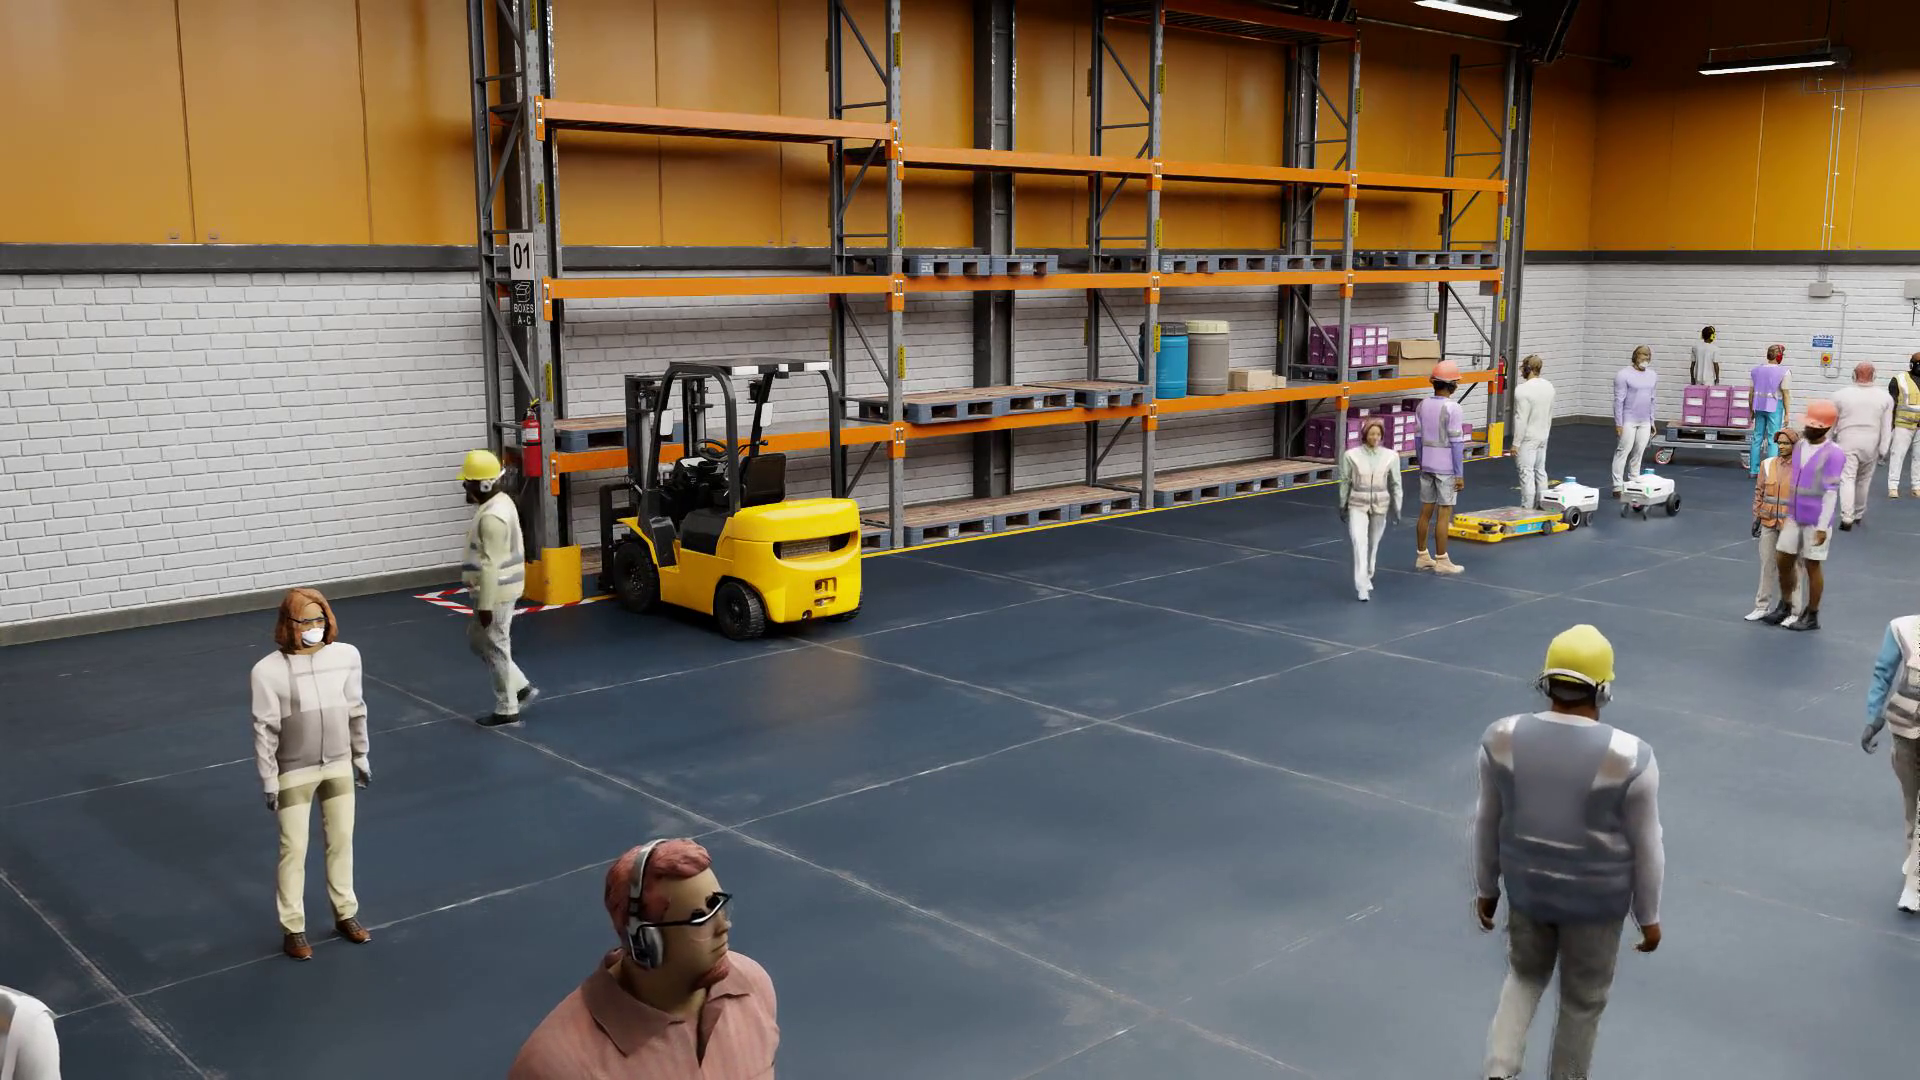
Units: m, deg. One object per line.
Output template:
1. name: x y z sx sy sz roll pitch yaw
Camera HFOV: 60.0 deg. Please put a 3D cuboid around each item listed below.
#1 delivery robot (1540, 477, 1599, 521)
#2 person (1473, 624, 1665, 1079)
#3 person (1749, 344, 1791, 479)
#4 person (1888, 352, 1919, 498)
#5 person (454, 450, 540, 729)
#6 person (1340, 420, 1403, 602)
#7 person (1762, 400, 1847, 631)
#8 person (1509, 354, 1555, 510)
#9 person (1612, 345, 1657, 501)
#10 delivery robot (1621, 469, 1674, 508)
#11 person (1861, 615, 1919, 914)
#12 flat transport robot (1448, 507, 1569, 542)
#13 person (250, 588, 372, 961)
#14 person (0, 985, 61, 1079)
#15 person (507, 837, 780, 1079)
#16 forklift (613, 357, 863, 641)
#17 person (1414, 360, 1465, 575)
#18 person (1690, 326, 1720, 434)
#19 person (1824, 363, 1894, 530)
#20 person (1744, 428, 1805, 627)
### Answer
1. delivery robot: 6.849 -0.467 18.681 0.707 0.478 0.477 -7 12 -35
2. person: 2.050 1.181 5.617 0.603 1.815 0.412 8 13 40
3. person: 10.961 -1.726 22.560 0.381 1.842 0.585 -6 11 -30
4. person: 11.967 -1.435 20.867 0.636 1.840 0.429 2 10 10
5. person: -2.996 0.321 10.655 0.417 1.812 0.616 -2 10 -13
6. person: 3.666 -0.283 14.855 0.533 1.588 0.875 1 10 3
7. person: 6.831 -0.184 13.370 0.471 1.901 0.585 -3 10 -17
8. person: 6.410 -1.113 18.694 0.629 1.939 0.370 -7 12 -36
9. person: 8.407 -1.455 20.715 0.627 1.933 0.371 -4 10 -21
10. delivery robot: 8.027 -0.589 19.397 0.707 0.478 0.477 -9 13 -42
11. person: 4.595 0.913 7.867 0.515 1.585 0.909 9 13 41
12. flat transport robot: 5.935 -0.183 18.121 1.431 0.197 0.652 -7 12 -36
13. person: -2.808 1.002 7.231 0.280 1.624 0.494 8 13 41
14. person: -2.096 1.533 3.372 0.574 1.882 0.356 -1 10 -5
15. person: -0.566 1.522 3.345 0.409 1.913 0.645 8 12 38
16. forklift: -1.847 -0.414 13.852 1.214 2.155 2.313 -9 13 -42
17. person: 4.608 -0.692 15.911 0.361 2.048 0.614 -4 11 -23
18. person: 12.511 -2.654 27.920 0.328 1.872 0.514 -7 12 -37
19. person: 10.011 -1.048 18.584 0.659 1.858 1.011 4 10 20
20. person: 6.780 -0.110 13.694 0.309 1.638 0.522 -7 12 -36
